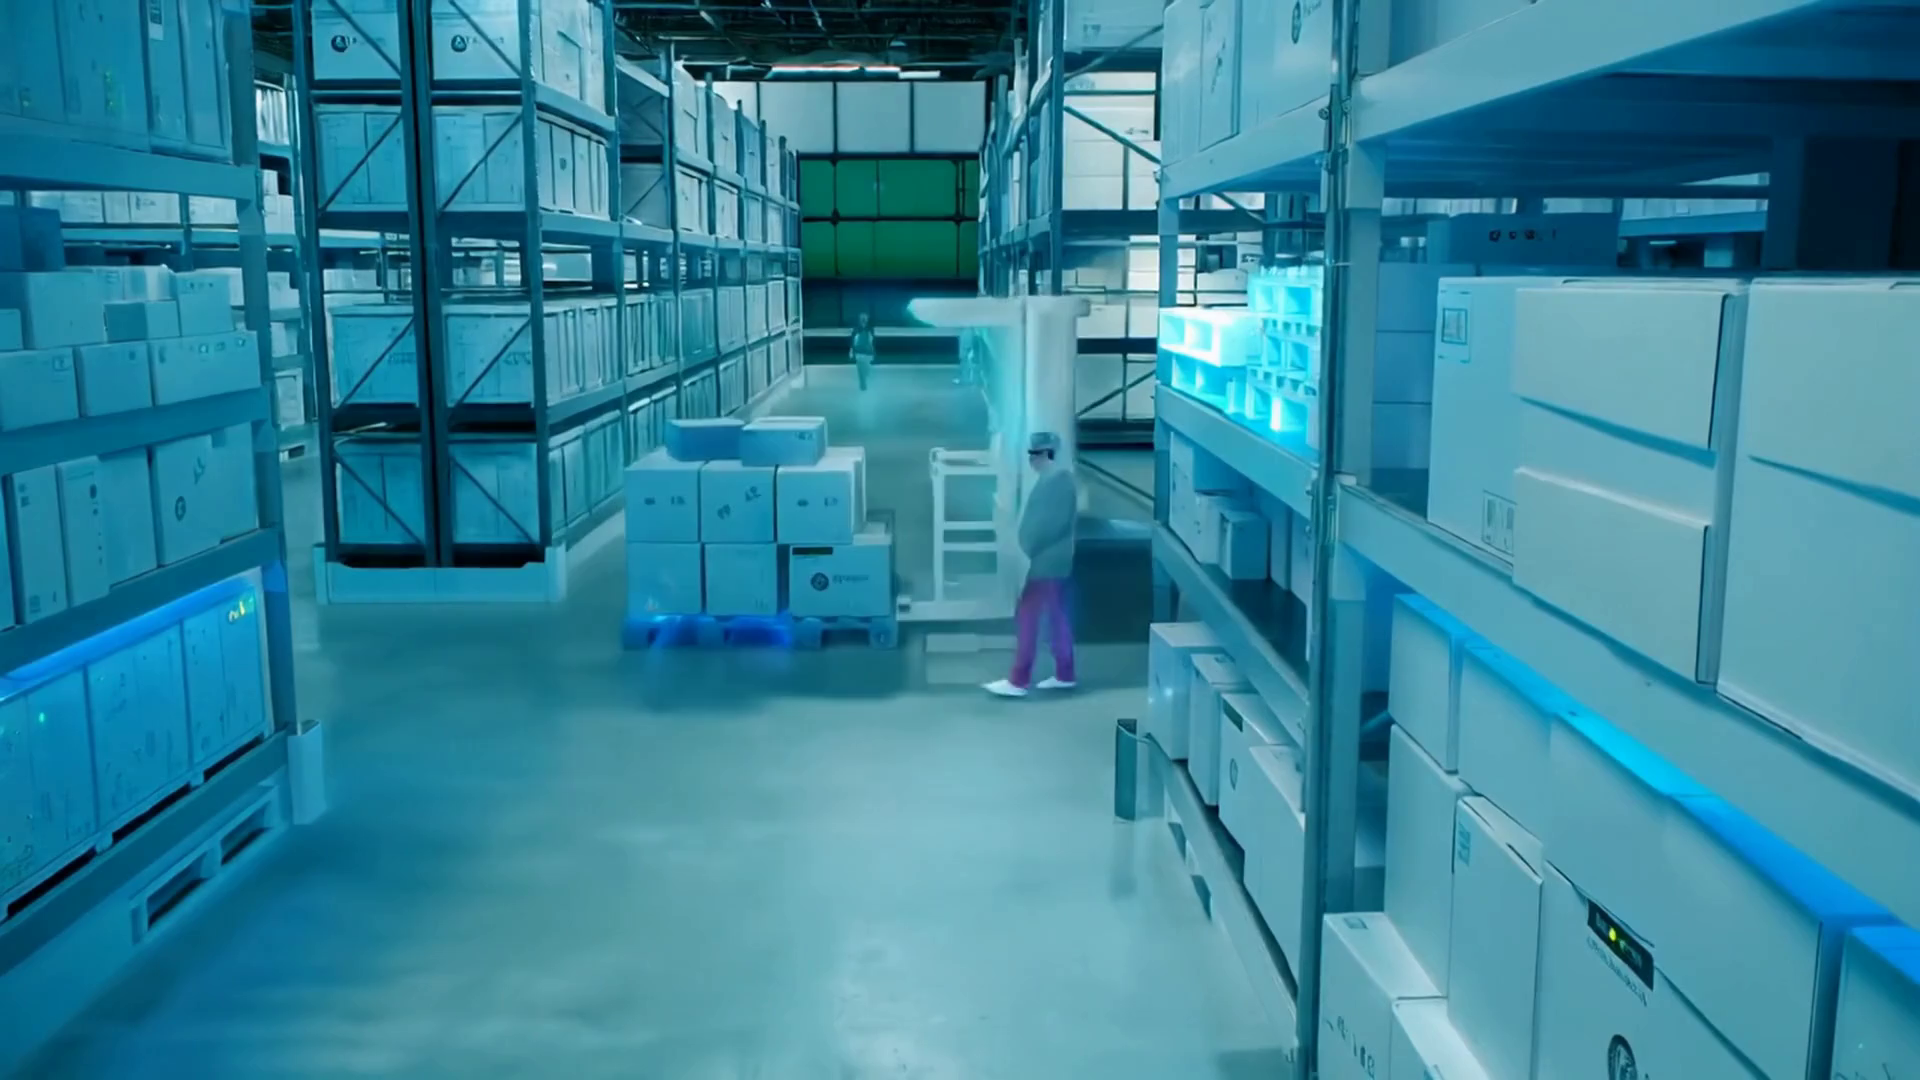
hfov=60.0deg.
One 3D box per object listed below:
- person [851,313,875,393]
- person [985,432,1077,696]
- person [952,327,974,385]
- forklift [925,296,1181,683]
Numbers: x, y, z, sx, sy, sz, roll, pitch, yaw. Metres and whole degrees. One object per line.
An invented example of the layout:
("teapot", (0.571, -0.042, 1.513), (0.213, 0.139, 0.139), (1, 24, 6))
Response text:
("person", (-2.417, -4.643, 41.140), (0.624, 1.966, 0.872), (-3, 10, -19))
("person", (0.488, 0.173, 11.860), (0.770, 1.883, 0.655), (0, 9, -3))
("person", (0.067, -4.974, 43.722), (0.910, 1.776, 0.645), (-5, 11, -30))
("forklift", (0.678, -0.412, 12.384), (1.873, 2.768, 1.129), (0, 9, -1))
